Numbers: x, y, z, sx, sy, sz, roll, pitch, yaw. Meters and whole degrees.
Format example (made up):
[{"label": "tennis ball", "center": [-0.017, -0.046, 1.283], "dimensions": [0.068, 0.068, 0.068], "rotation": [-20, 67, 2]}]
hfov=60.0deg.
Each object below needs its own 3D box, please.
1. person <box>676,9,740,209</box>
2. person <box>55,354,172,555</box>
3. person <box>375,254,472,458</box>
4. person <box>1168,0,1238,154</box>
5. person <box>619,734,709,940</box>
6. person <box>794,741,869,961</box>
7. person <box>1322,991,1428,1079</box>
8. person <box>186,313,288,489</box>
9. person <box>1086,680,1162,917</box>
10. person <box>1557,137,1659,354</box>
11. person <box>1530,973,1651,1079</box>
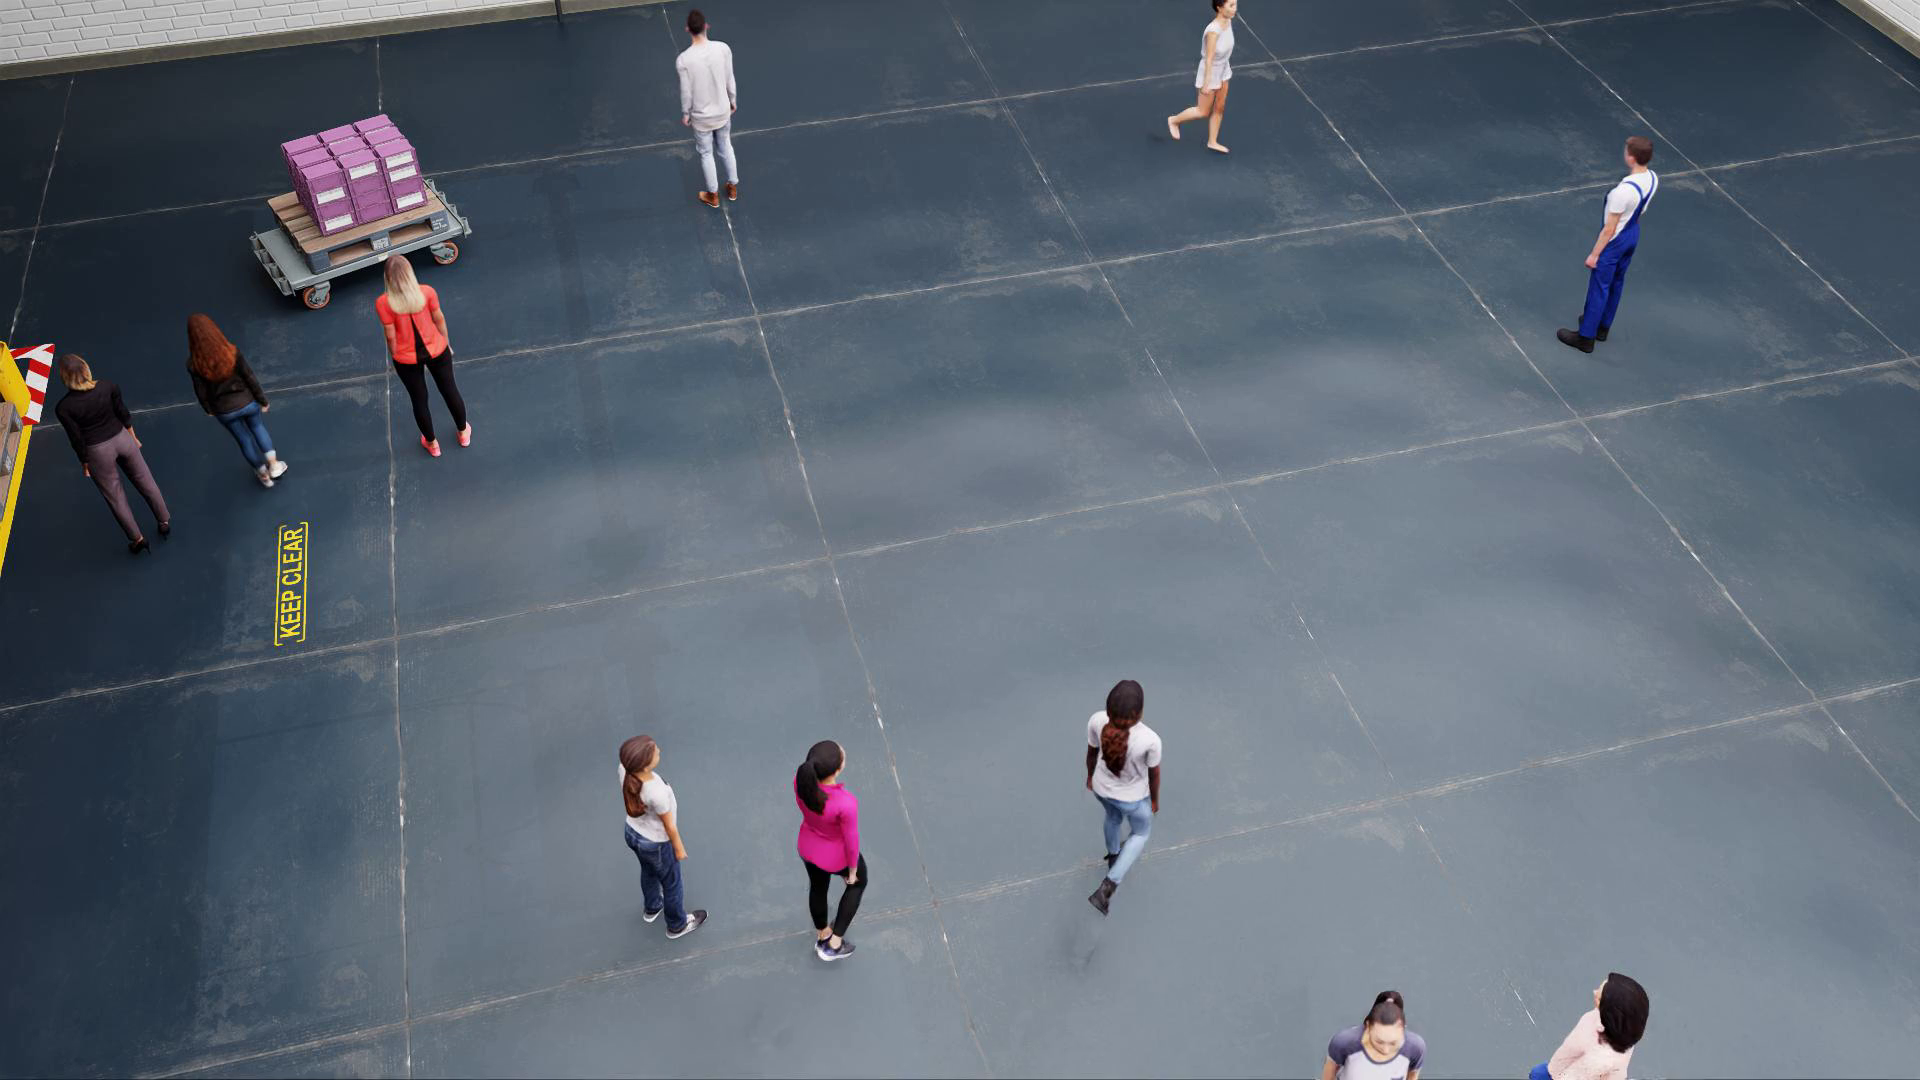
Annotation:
[{"label": "person", "center": [-2.195, -3.784, 14.596], "dimensions": [0.745, 1.838, 0.674], "rotation": [-22, 48, -22]}, {"label": "person", "center": [-5.787, -0.582, 11.355], "dimensions": [0.708, 1.672, 0.672], "rotation": [27, 50, 26]}, {"label": "person", "center": [-3.935, -1.352, 12.148], "dimensions": [0.637, 1.693, 0.592], "rotation": [-19, 47, -19]}, {"label": "person", "center": [2.273, -4.335, 15.350], "dimensions": [0.921, 1.595, 0.857], "rotation": [22, 48, 22]}, {"label": "person", "center": [-1.681, 1.611, 9.132], "dimensions": [0.595, 1.562, 0.682], "rotation": [32, 52, 29]}, {"label": "person", "center": [-0.764, 1.726, 8.920], "dimensions": [0.736, 1.688, 0.796], "rotation": [21, 48, 21]}, {"label": "person", "center": [1.929, 2.635, 8.012], "dimensions": [0.804, 1.625, 1.038], "rotation": [4, 44, 4]}, {"label": "person", "center": [-5.171, -0.933, 11.872], "dimensions": [0.638, 1.467, 0.630], "rotation": [-24, 49, -23]}, {"label": "person", "center": [0.879, 1.436, 9.208], "dimensions": [0.922, 1.711, 0.990], "rotation": [20, 47, 20]}, {"label": "person", "center": [5.149, -2.321, 13.051], "dimensions": [0.704, 1.850, 0.695], "rotation": [-27, 50, -26]}, {"label": "person", "center": [3.040, 2.647, 7.904], "dimensions": [0.824, 1.756, 0.789], "rotation": [30, 51, 28]}]
